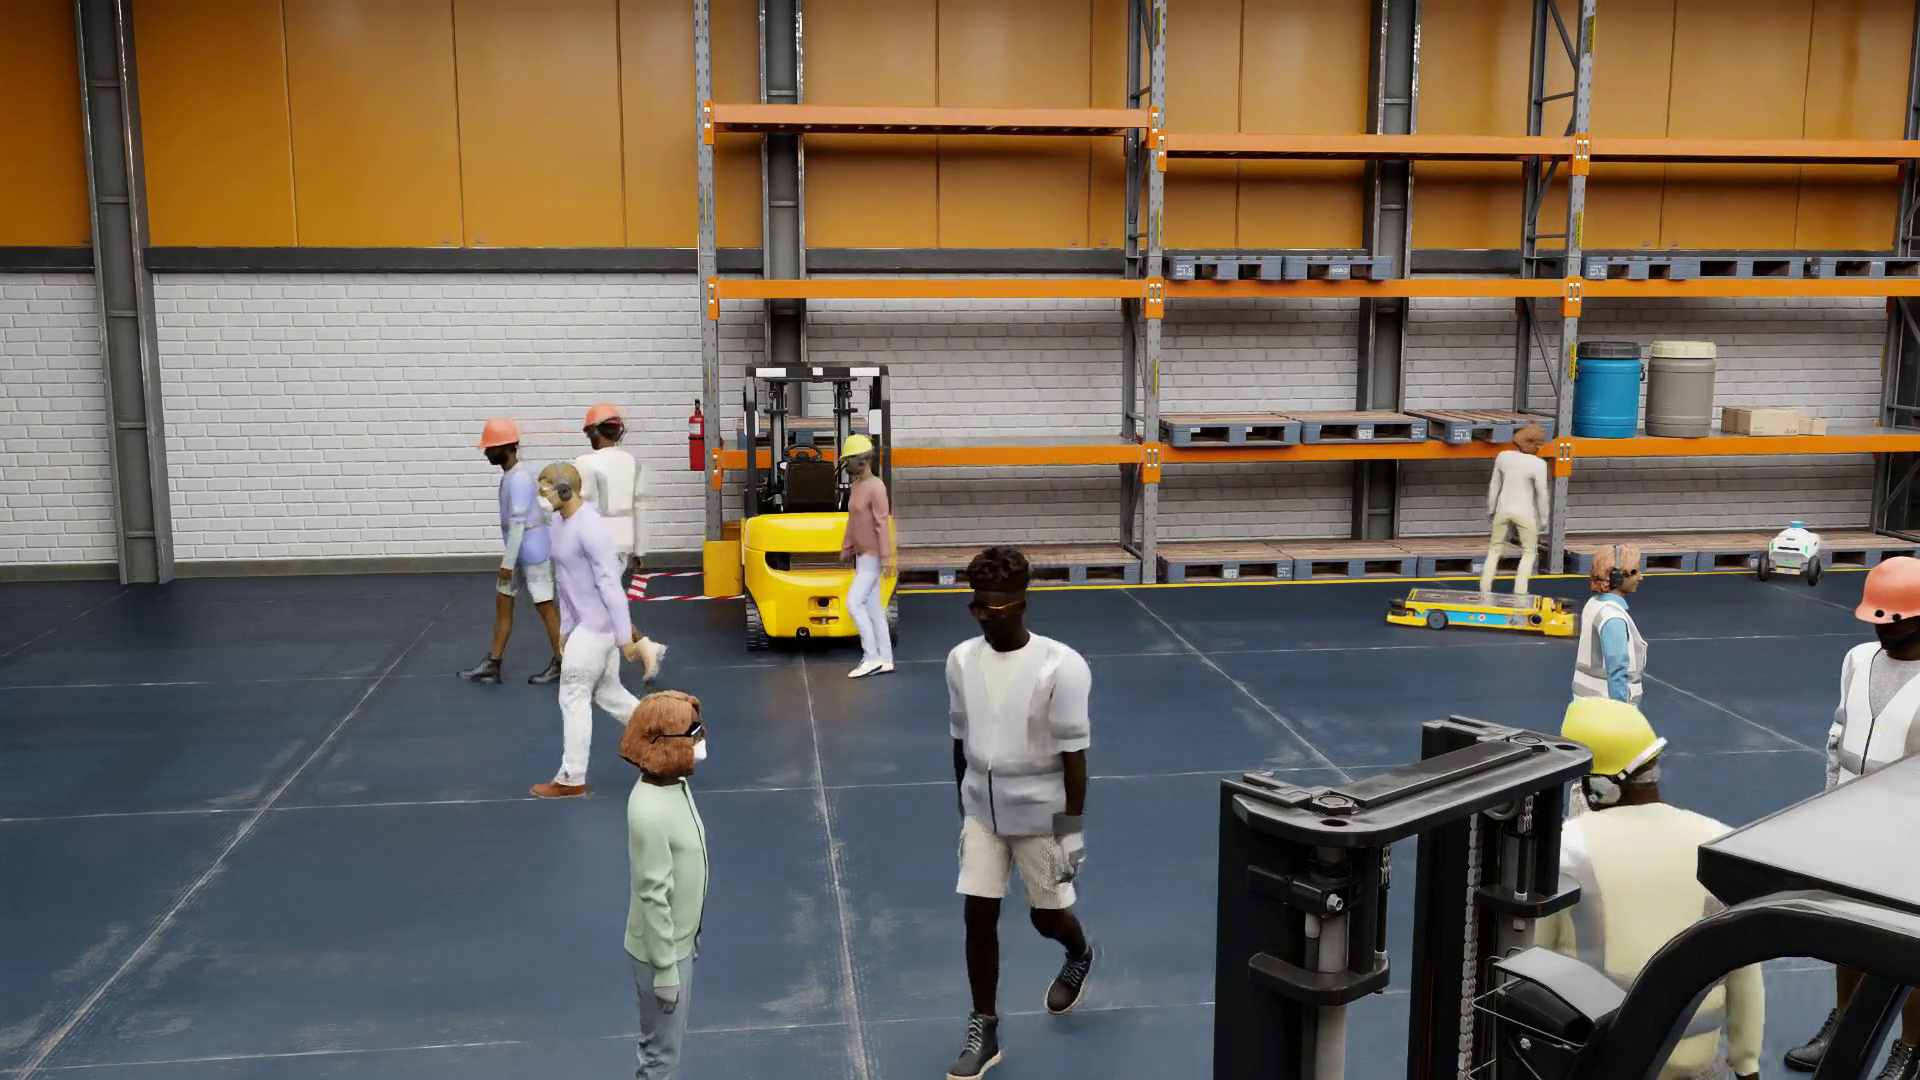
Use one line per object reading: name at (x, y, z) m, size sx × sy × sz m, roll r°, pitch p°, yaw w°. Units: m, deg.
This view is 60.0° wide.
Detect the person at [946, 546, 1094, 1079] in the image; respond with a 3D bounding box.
person at (0.256, 0.957, 6.093) m, size 0.626 × 1.937 × 0.792 m, roll 6°, pitch 11°, yaw 32°

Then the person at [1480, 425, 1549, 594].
person at (4.810, -0.207, 14.391) m, size 0.358 × 1.597 × 0.557 m, roll -8°, pitch 12°, yaw -40°

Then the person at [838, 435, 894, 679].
person at (-0.713, 0.122, 11.875) m, size 0.538 × 1.733 × 0.541 m, roll -4°, pitch 10°, yaw -23°

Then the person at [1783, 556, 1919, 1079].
person at (3.225, 1.005, 5.798) m, size 0.367 × 1.930 × 0.542 m, roll -4°, pitch 10°, yaw -21°

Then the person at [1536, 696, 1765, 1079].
person at (1.748, 1.300, 4.372) m, size 0.655 × 1.797 × 0.413 m, roll 1°, pitch 9°, yaw 4°

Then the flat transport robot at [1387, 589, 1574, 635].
flat transport robot at (4.272, 0.575, 13.639) m, size 1.431 × 0.197 × 0.652 m, roll 3°, pitch 10°, yaw 20°

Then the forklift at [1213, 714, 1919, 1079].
forklift at (1.441, 1.425, 2.350) m, size 1.214 × 2.155 × 2.313 m, roll -7°, pitch 12°, yaw -39°

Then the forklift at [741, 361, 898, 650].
forklift at (-1.154, -0.340, 13.365) m, size 1.214 × 2.155 × 2.313 m, roll -1°, pitch 9°, yaw -7°

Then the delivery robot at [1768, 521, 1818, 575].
delivery robot at (7.849, 0.064, 15.653) m, size 0.477 × 0.478 × 0.707 m, roll 6°, pitch 11°, yaw 33°

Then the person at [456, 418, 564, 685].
person at (-3.129, 0.106, 11.549) m, size 0.874 × 1.891 × 0.545 m, roll -4°, pitch 10°, yaw -25°

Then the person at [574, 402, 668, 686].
person at (-2.389, 0.045, 11.606) m, size 0.849 × 1.994 × 0.676 m, roll 6°, pitch 11°, yaw 33°

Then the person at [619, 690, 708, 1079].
person at (-0.887, 1.260, 5.124) m, size 0.284 × 1.633 × 0.497 m, roll -1°, pitch 9°, yaw -3°

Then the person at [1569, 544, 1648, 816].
person at (3.023, 0.830, 7.787) m, size 0.307 × 1.641 × 0.512 m, roll 1°, pitch 9°, yaw 9°

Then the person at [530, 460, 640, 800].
person at (-1.959, 0.483, 9.224) m, size 0.841 × 1.891 × 0.640 m, roll -3°, pitch 10°, yaw -21°
